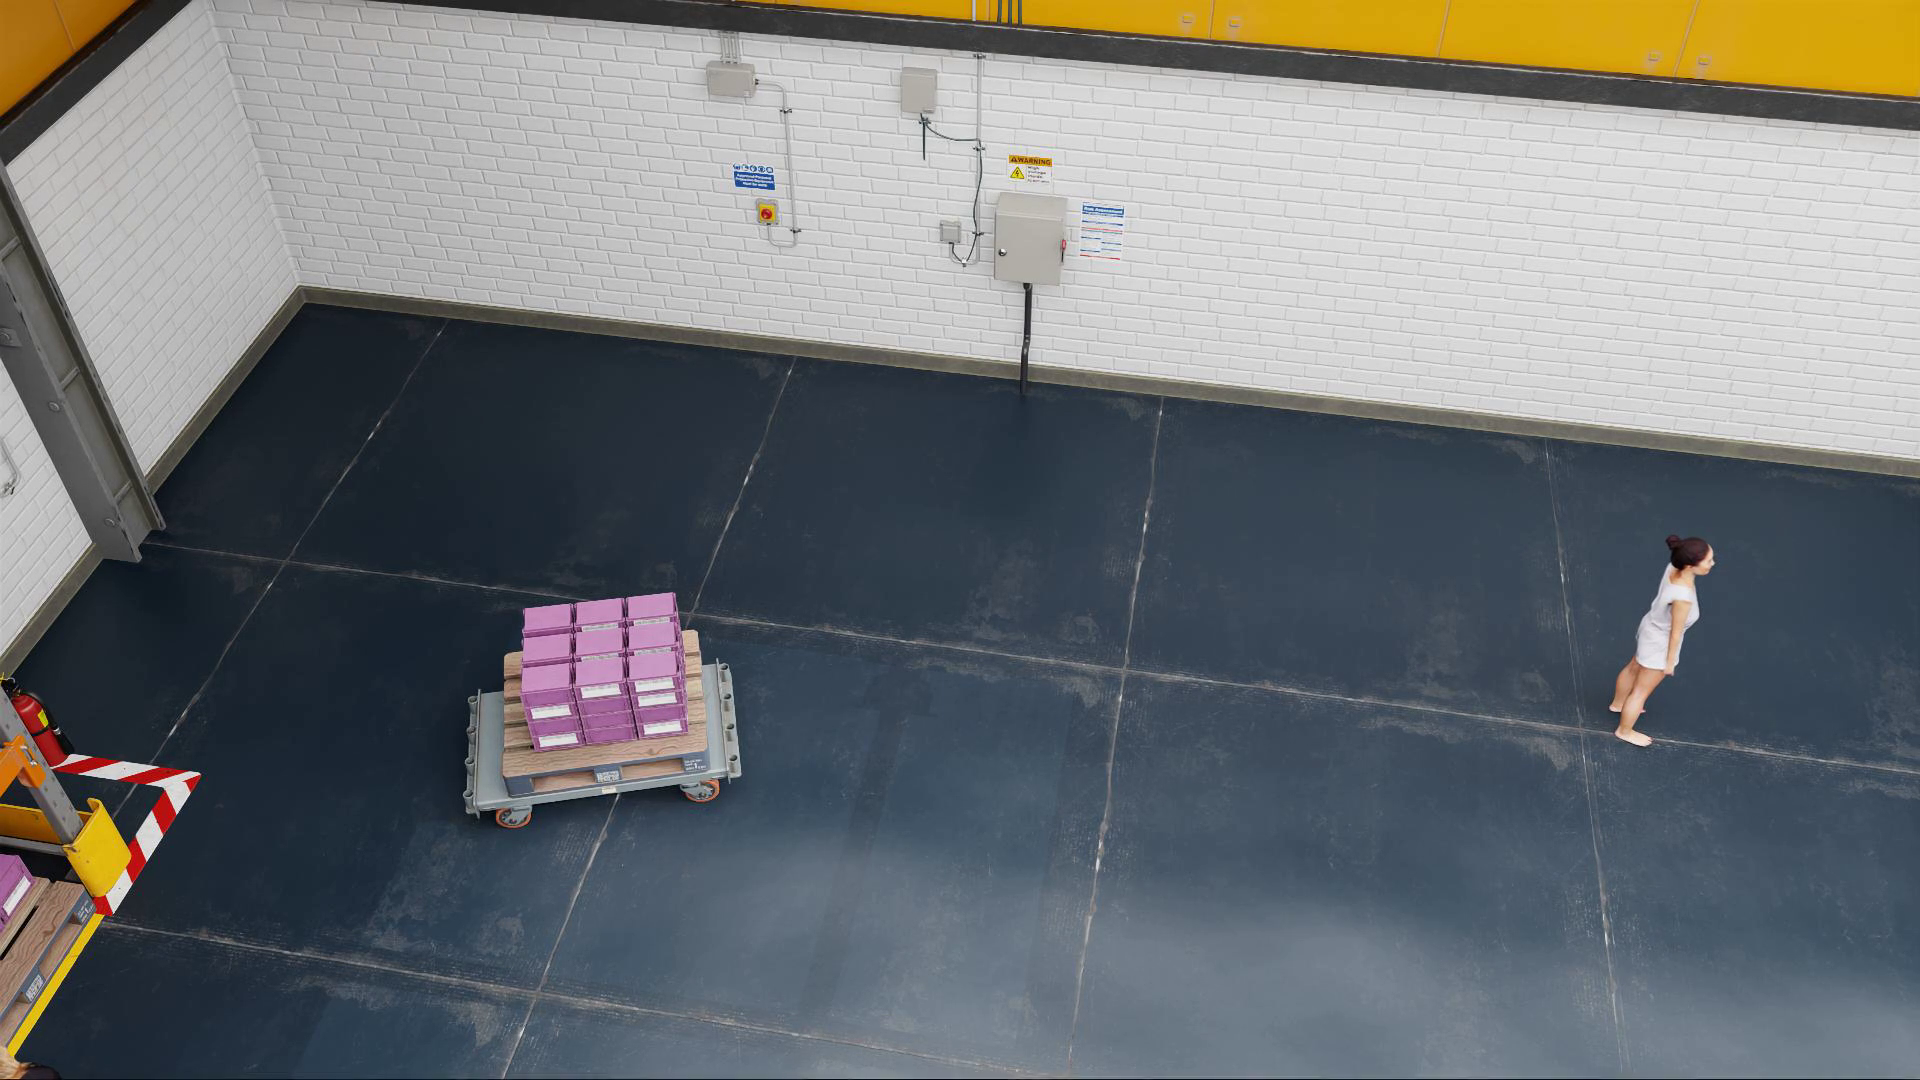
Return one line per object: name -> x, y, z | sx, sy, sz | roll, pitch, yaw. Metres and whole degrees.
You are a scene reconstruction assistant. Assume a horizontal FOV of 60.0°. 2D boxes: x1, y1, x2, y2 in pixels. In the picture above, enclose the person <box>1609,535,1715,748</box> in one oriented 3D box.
person -> 4.303, 0.598, 10.229 | 0.613, 1.605, 0.482 | 6, 44, 7
